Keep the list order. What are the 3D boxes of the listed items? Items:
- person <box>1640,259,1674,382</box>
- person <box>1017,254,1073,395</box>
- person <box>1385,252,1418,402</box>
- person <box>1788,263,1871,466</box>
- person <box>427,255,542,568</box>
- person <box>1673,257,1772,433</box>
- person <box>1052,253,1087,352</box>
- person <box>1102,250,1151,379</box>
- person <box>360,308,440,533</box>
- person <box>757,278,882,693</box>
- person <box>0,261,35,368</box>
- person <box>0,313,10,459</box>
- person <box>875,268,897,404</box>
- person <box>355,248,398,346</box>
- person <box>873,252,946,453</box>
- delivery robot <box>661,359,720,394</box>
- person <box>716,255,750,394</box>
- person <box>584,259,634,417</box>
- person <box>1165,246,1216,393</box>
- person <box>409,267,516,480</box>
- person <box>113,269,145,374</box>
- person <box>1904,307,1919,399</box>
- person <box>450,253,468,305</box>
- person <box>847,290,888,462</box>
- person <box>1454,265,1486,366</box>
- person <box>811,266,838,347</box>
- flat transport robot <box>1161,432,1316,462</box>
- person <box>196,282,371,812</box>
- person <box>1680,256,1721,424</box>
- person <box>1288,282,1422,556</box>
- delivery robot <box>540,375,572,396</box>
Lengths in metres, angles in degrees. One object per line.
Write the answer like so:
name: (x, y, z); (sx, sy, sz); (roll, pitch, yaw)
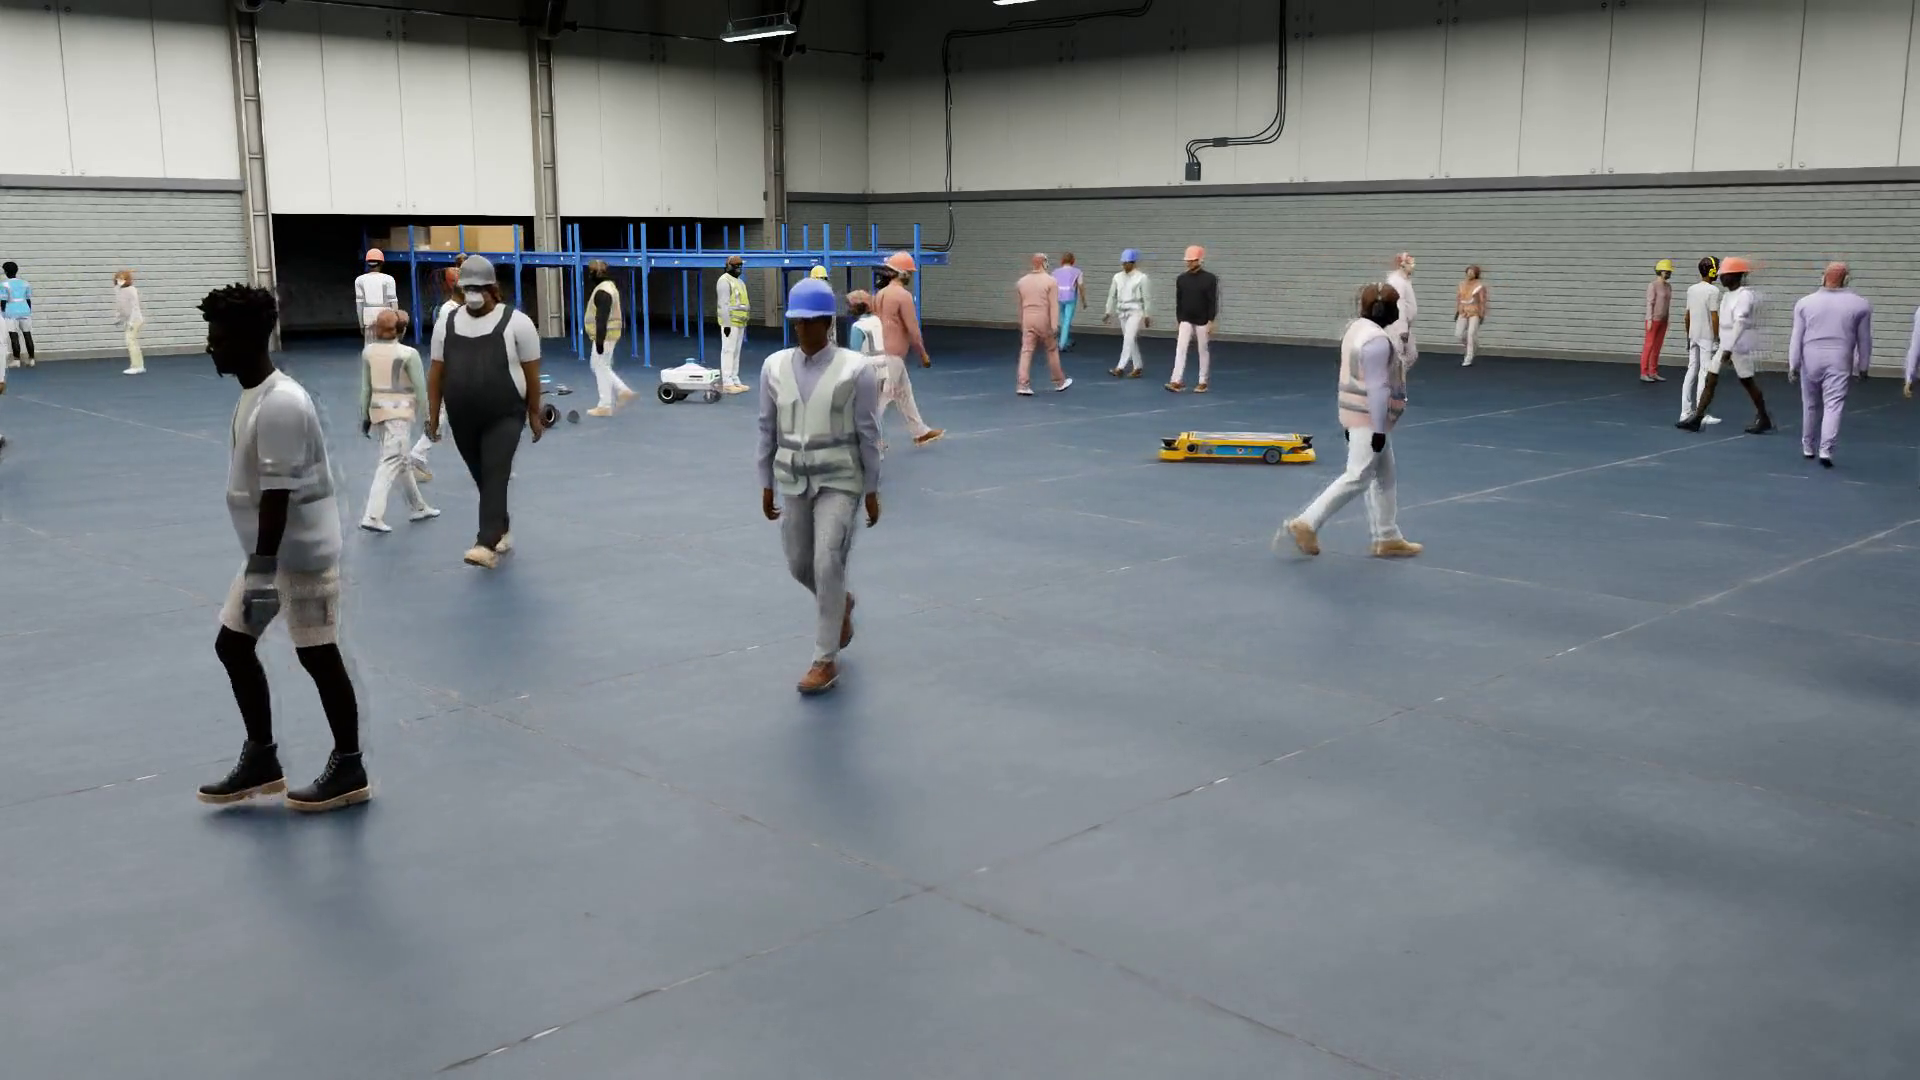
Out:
person: (10.128, -3.175, 24.097); (0.533, 1.765, 0.331); (-7, 13, -35)
person: (1.103, -2.876, 22.208); (0.682, 1.855, 0.988); (7, 13, 34)
person: (5.614, -2.700, 21.164); (0.448, 1.893, 0.641); (4, 11, 21)
person: (8.104, -1.643, 15.511); (0.669, 1.859, 1.008); (6, 12, 29)
person: (-3.107, -0.850, 10.781); (0.699, 2.000, 1.010); (1, 10, 8)
person: (8.295, -2.083, 17.840); (1.011, 1.888, 0.562); (-1, 10, -3)
person: (1.983, -4.362, 30.502); (0.572, 1.786, 1.027); (5, 12, 27)
person: (2.457, -3.328, 24.572); (0.616, 1.887, 1.007); (10, 14, 43)
person: (-4.084, -0.872, 12.007); (0.540, 1.593, 0.872); (5, 12, 26)
person: (-0.648, -0.291, 7.968); (0.622, 1.925, 0.809); (4, 11, 20)
person: (-15.101, -3.601, 26.612); (0.320, 1.694, 0.532); (6, 12, 28)
person: (-8.719, -1.490, 14.787); (0.593, 1.806, 0.558); (2, 11, 9)
person: (-0.942, -2.570, 20.981); (0.317, 1.696, 0.538); (-3, 11, -15)
person: (-7.768, -2.919, 22.235); (0.543, 1.935, 0.366); (0, 10, -3)
person: (-0.568, -1.829, 16.270); (0.999, 1.934, 0.598); (-5, 11, -24)
delivery robot: (-3.440, -2.073, 21.247); (0.707, 0.478, 0.477); (1, 11, 8)
person: (-3.050, -2.914, 22.474); (0.430, 1.841, 0.624); (2, 11, 12)
person: (-4.166, -2.369, 19.519); (0.468, 1.828, 0.656); (-1, 10, -7)
person: (3.109, -2.932, 22.245); (0.630, 1.946, 0.973); (6, 12, 30)
person: (-4.377, -1.417, 14.290); (0.927, 1.853, 0.597); (-1, 10, -8)
person: (-12.636, -3.316, 25.284); (0.532, 1.605, 0.570); (7, 13, 34)
person: (8.158, -1.333, 13.694); (0.671, 1.904, 0.778); (9, 13, 39)
person: (-7.293, -3.301, 24.558); (0.513, 1.846, 0.336); (8, 13, 35)
person: (-0.841, -1.478, 15.223); (0.359, 1.617, 0.547); (4, 11, 20)
person: (8.287, -3.646, 27.021); (0.399, 1.622, 0.540); (-9, 14, -40)
person: (-1.701, -2.442, 20.149); (0.487, 1.746, 0.290); (-7, 12, -32)
flat transport robot: (2.649, -0.897, 15.864); (1.431, 0.197, 0.652); (2, 10, 8)
person: (-2.529, 0.051, 6.009); (0.708, 1.938, 0.629); (-8, 13, -36)
person: (8.426, -2.263, 18.833); (0.328, 1.872, 0.509); (-3, 11, -16)
person: (2.622, -0.780, 10.924); (0.865, 1.816, 0.635); (0, 10, 2)
delivery robot: (-4.678, -1.744, 18.743); (0.335, 0.223, 0.698); (5, 12, 27)
